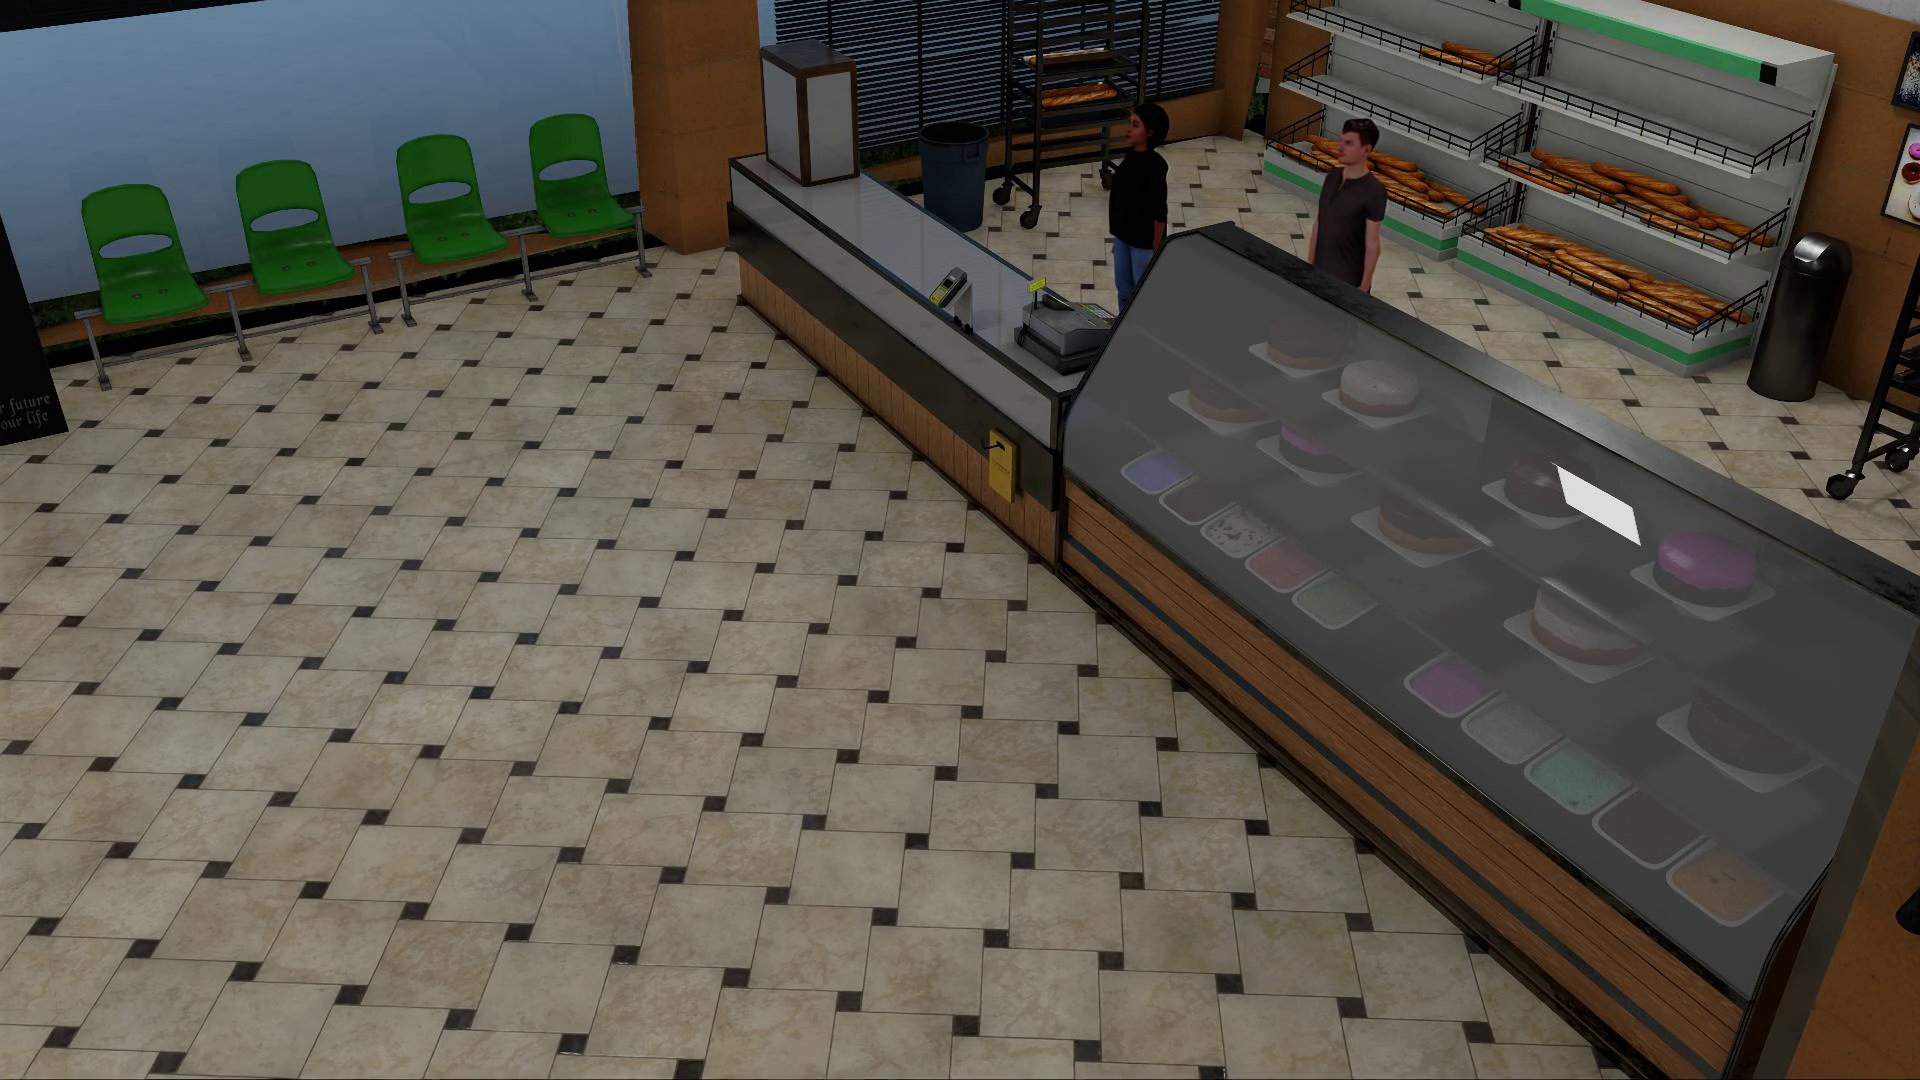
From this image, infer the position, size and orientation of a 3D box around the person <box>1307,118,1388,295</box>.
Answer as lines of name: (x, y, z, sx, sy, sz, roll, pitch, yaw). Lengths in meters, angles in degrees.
person: (2.139, -1.458, 9.335, 0.517, 1.853, 0.644, -17, 36, -25)

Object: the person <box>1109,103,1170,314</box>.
person: (1.075, -1.785, 10.004, 0.516, 1.702, 0.557, -17, 36, -25)
